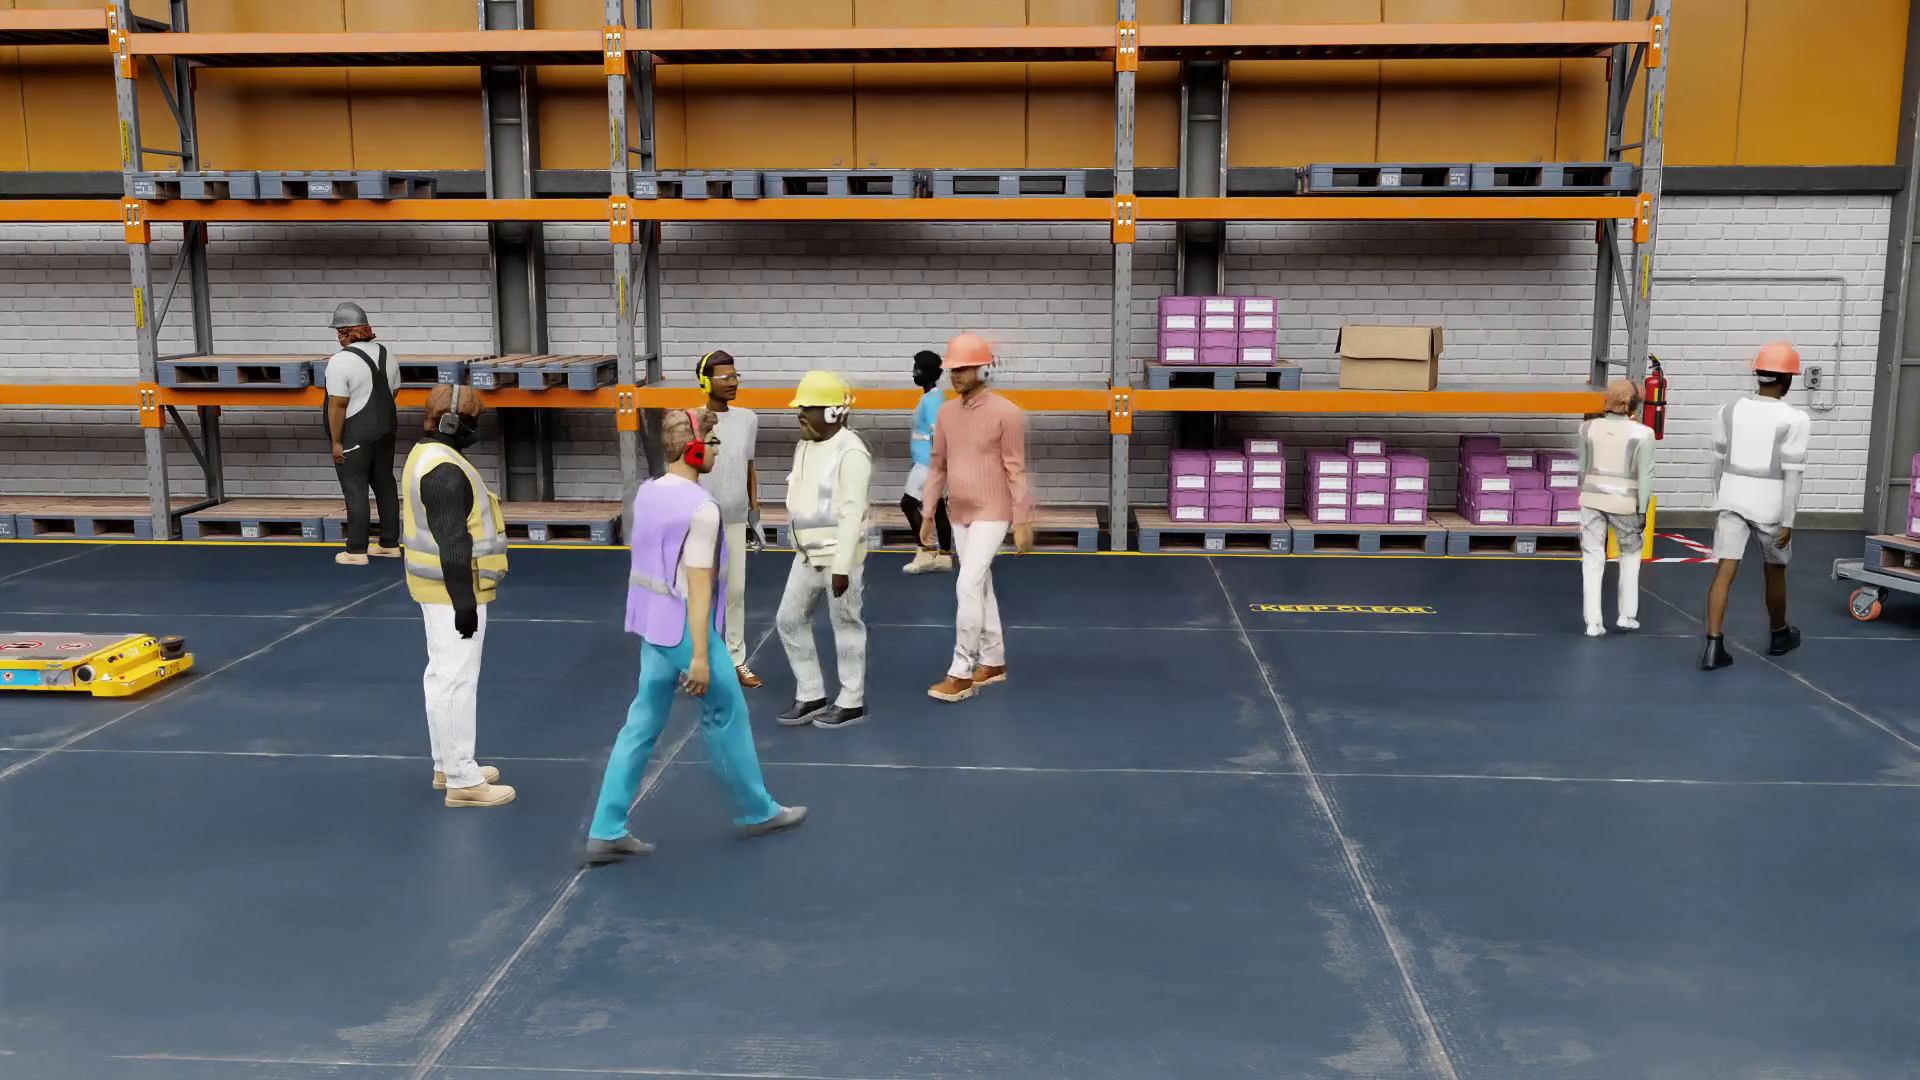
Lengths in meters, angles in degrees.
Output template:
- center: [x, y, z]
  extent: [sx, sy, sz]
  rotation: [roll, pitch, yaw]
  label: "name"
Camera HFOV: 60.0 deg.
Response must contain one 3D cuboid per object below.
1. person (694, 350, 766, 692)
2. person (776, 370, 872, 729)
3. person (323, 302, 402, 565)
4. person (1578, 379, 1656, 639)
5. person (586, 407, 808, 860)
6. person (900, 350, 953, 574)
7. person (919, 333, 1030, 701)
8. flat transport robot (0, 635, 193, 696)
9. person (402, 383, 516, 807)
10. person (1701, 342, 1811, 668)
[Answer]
- center: [-1.305, -0.097, 9.092]
  extent: [0.533, 1.876, 0.320]
  rotation: [-7, 12, -34]
  label: "person"
- center: [-0.720, 0.069, 8.277]
  extent: [0.573, 1.812, 0.624]
  rotation: [-7, 12, -35]
  label: "person"
- center: [-4.686, -0.838, 12.943]
  extent: [0.536, 2.000, 0.680]
  rotation: [4, 11, 24]
  label: "person"
- center: [4.124, -0.201, 10.454]
  extent: [0.507, 1.612, 0.636]
  rotation: [8, 13, 40]
  label: "person"
- center: [-1.094, 0.368, 6.604]
  extent: [0.965, 1.797, 0.584]
  rotation: [-8, 12, -38]
  label: "person"
- center: [-0.275, -0.576, 12.472]
  extent: [0.508, 1.681, 0.540]
  rotation: [1, 10, 5]
  label: "person"
- center: [0.002, -0.123, 8.979]
  extent: [0.840, 1.960, 0.650]
  rotation: [-9, 13, -42]
  label: "person"
- center: [-5.123, 0.679, 9.237]
  extent: [1.431, 0.197, 0.652]
  rotation: [1, 10, 4]
  label: "flat transport robot"
- center: [-2.191, 0.235, 7.264]
  extent: [0.429, 1.838, 0.622]
  rotation: [-5, 11, -25]
  label: "person"
- center: [4.656, -0.206, 9.709]
  extent: [0.985, 1.888, 0.567]
  rotation: [-9, 13, -42]
  label: "person"
